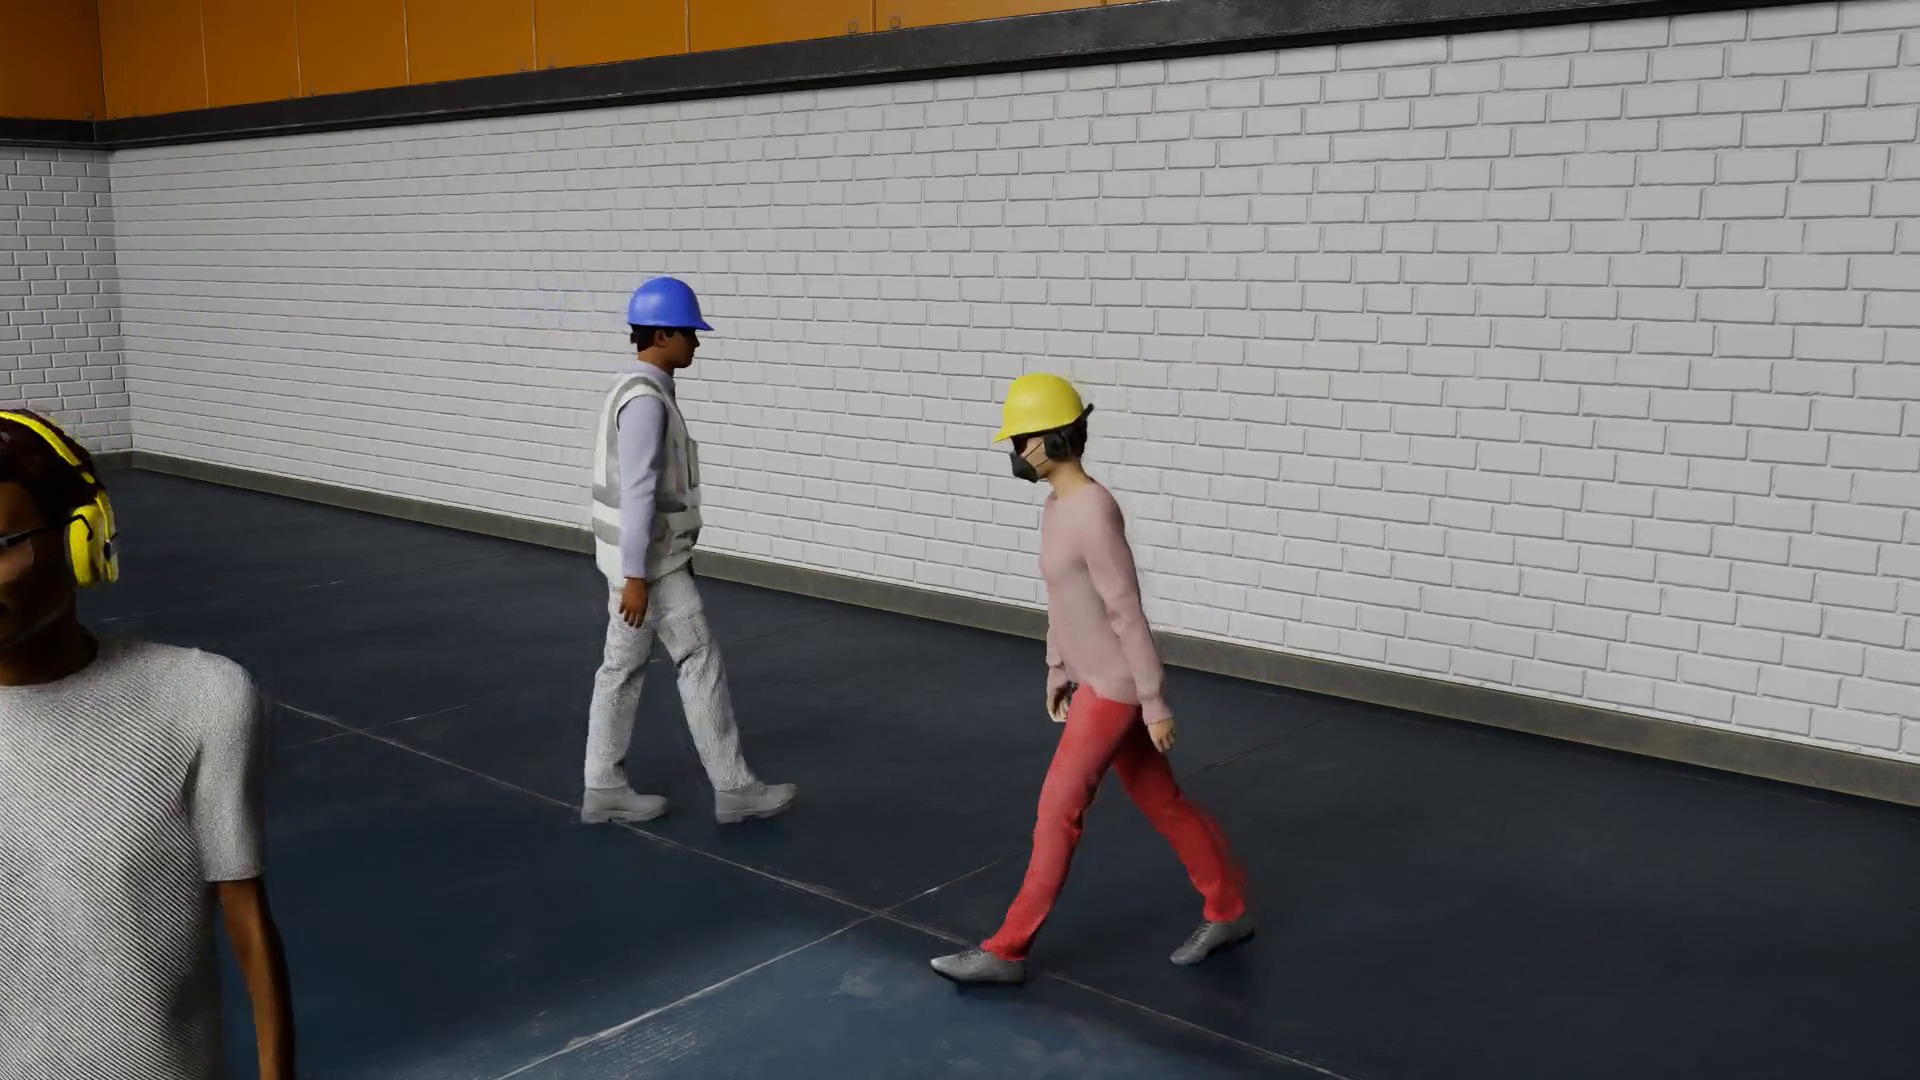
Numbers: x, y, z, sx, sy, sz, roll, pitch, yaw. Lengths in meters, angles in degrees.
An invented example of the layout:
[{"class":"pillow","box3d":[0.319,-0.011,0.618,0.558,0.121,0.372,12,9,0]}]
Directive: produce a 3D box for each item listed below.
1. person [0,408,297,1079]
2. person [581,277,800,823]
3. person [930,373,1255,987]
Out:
[{"class":"person","box3d":[-1.083,0.735,2.146,0.528,1.847,0.629,-1,10,-8]},{"class":"person","box3d":[-0.954,0.054,5.822,0.881,1.909,0.642,-2,10,-13]},{"class":"person","box3d":[0.417,0.393,4.544,0.937,1.695,0.555,-1,10,-5]}]
